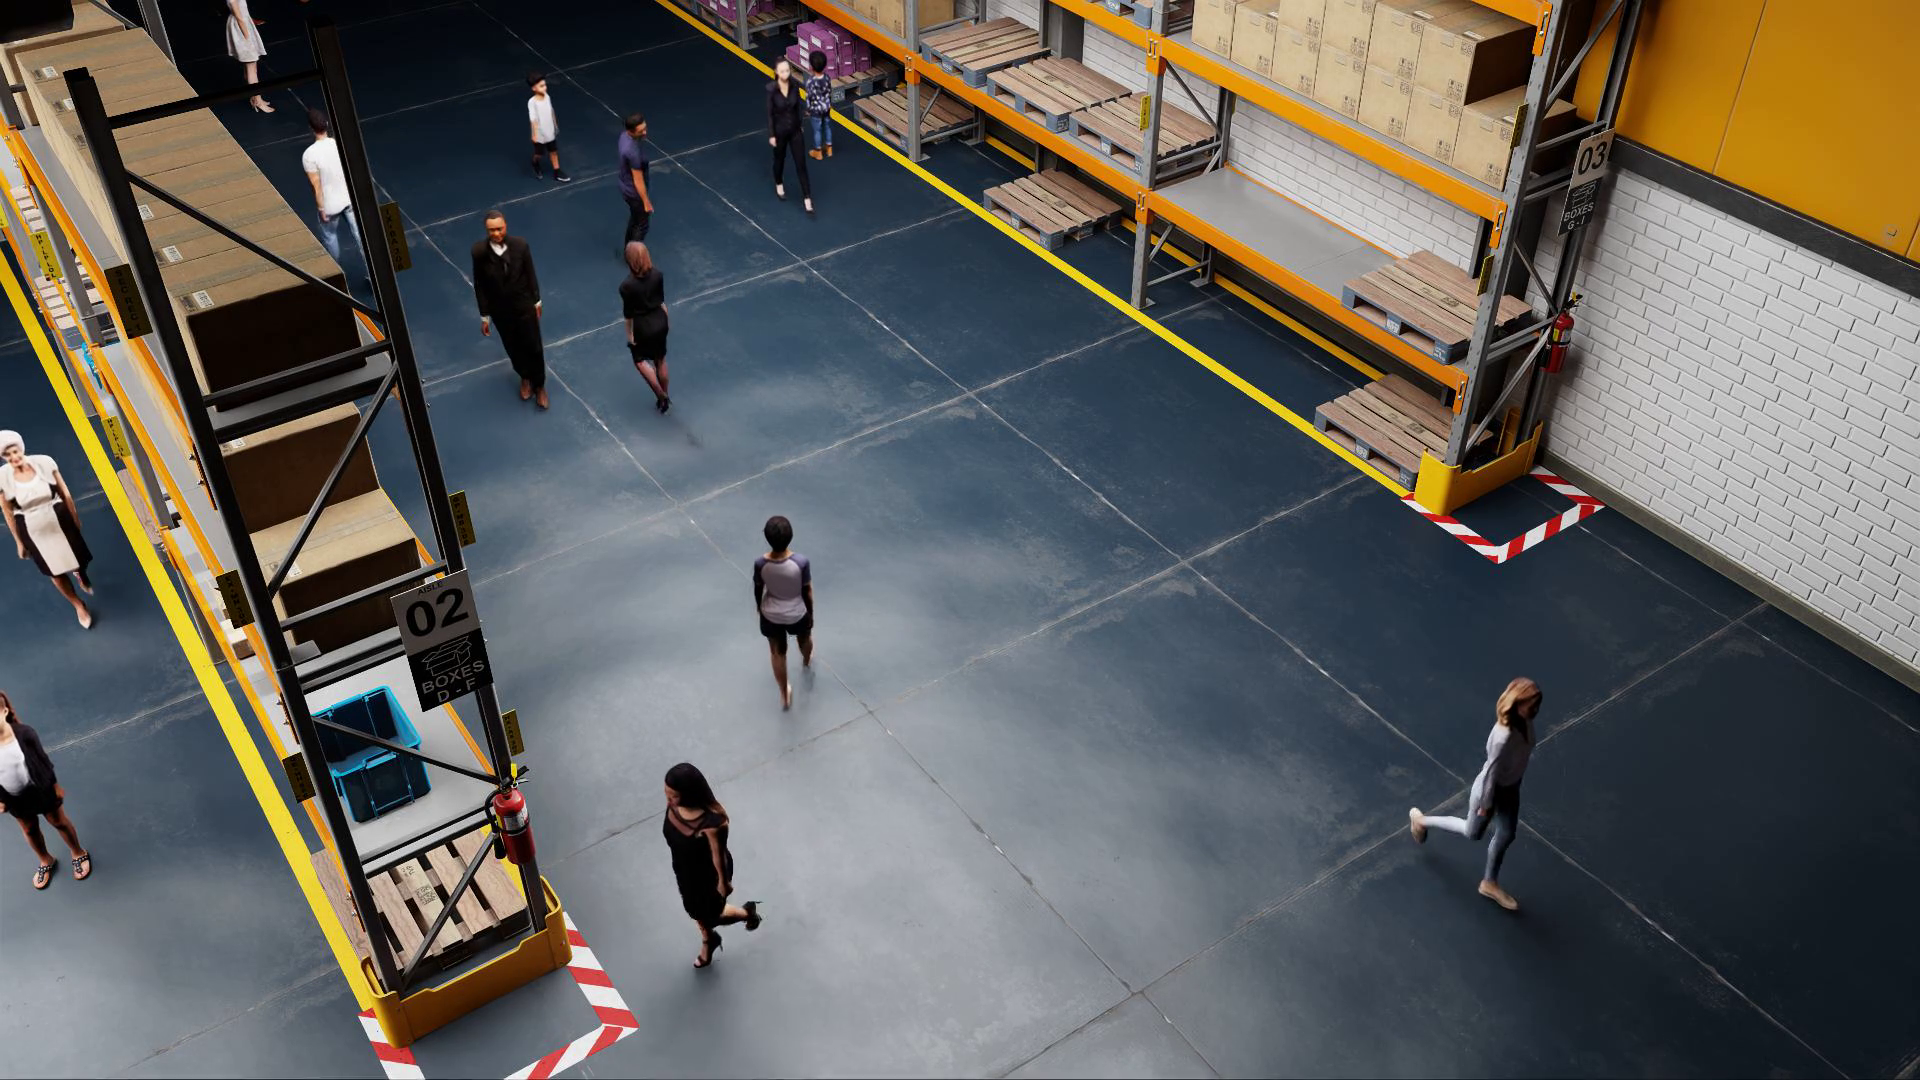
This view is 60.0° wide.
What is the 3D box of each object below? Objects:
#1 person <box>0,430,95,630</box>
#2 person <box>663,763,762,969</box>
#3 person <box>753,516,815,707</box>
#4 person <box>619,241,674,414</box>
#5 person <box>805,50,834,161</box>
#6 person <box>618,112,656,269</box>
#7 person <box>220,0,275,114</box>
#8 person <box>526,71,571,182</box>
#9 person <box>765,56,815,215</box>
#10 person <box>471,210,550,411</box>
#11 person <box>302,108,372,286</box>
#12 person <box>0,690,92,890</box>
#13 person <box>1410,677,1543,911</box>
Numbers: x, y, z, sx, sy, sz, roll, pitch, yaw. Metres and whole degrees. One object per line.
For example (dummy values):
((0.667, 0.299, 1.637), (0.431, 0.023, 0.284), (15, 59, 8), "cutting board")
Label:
((-6.821, -0.116, 12.403), (0.636, 1.741, 0.776), (-22, 43, -25), "person")
((-1.459, 1.916, 9.884), (0.759, 1.708, 0.747), (-29, 47, -31), "person")
((-1.243, 0.527, 11.763), (0.855, 1.534, 0.974), (0, 39, 0), "person")
((-2.671, -1.804, 14.554), (0.605, 1.693, 0.700), (-26, 45, -29), "person")
((-1.592, -4.928, 18.821), (0.498, 1.250, 0.486), (-25, 45, -28), "person")
((-3.285, -3.476, 16.609), (0.933, 1.741, 0.641), (-22, 44, -25), "person")
((-8.465, -5.938, 19.665), (0.737, 1.775, 0.607), (-18, 42, -21), "person")
((-4.639, -4.571, 18.373), (0.763, 1.252, 0.638), (24, 45, 27), "person")
((-1.896, -4.349, 17.763), (0.708, 1.665, 1.075), (-18, 42, -21), "person")
((-3.991, -2.112, 14.785), (0.842, 1.886, 0.906), (-6, 39, -7), "person")
((-6.046, -3.279, 16.305), (0.778, 1.813, 1.200), (-29, 47, -32), "person")
((-5.876, 1.543, 10.474), (0.616, 1.555, 0.637), (-10, 40, -12), "person")
((3.261, 1.511, 10.341), (1.110, 1.771, 0.729), (31, 48, 33), "person")
